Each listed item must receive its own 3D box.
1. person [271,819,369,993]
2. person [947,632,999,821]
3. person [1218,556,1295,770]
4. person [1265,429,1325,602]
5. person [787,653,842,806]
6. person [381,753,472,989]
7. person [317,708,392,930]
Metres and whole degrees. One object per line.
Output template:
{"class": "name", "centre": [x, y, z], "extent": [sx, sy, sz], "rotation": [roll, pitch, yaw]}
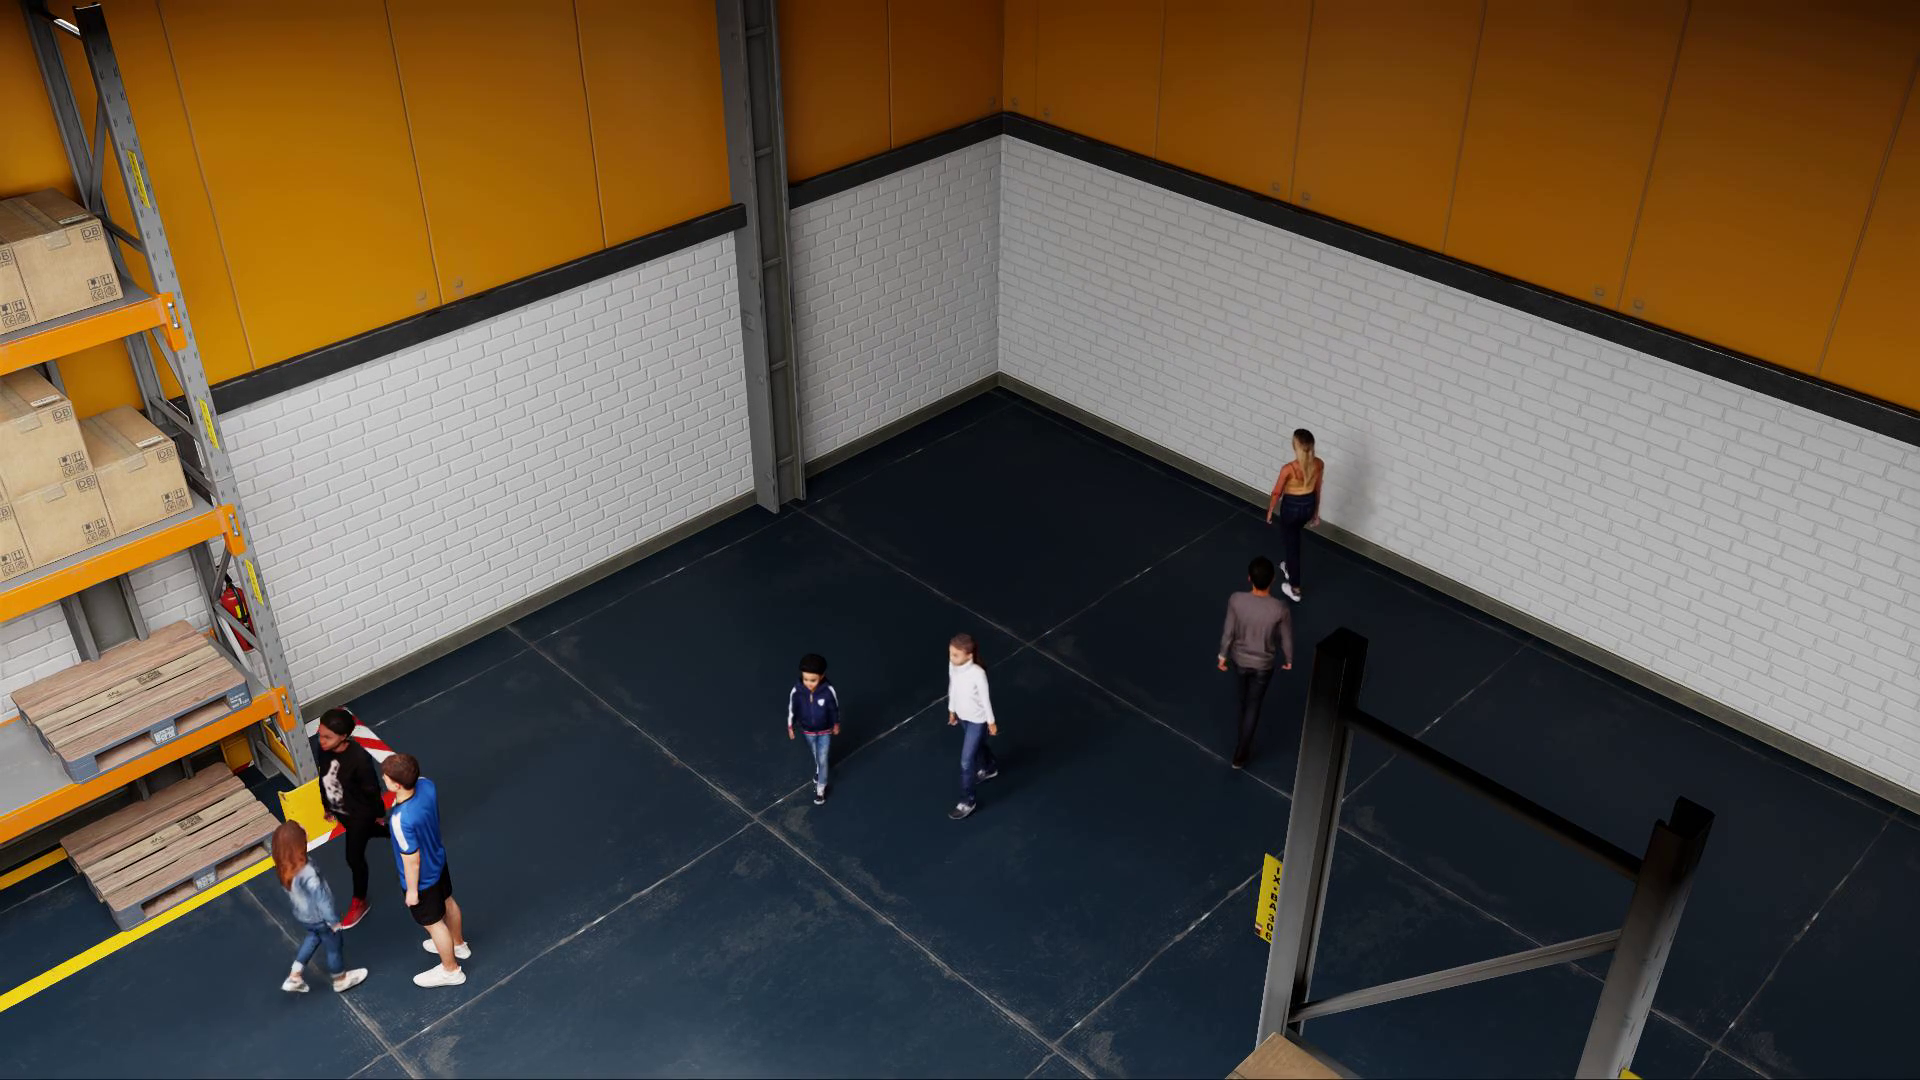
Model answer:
{"class": "person", "centre": [-4.162, 2.391, 10.564], "extent": [0.589, 1.467, 0.739], "rotation": [26, 42, 34]}
{"class": "person", "centre": [0.146, 1.280, 12.192], "extent": [0.853, 1.516, 0.535], "rotation": [-27, 42, -35]}
{"class": "person", "centre": [2.168, 0.965, 12.466], "extent": [1.130, 1.736, 0.940], "rotation": [27, 42, 35]}
{"class": "person", "centre": [2.935, -0.177, 14.299], "extent": [0.807, 1.610, 0.820], "rotation": [-11, 35, -16]}
{"class": "person", "centre": [-1.054, 1.327, 12.403], "extent": [0.736, 1.204, 0.823], "rotation": [6, 34, 9]}
{"class": "person", "centre": [-3.431, 2.092, 10.654], "extent": [0.786, 1.866, 0.732], "rotation": [-1, 34, -2]}
{"class": "person", "centre": [-4.076, 1.782, 11.324], "extent": [0.827, 1.640, 1.160], "rotation": [16, 37, 22]}
